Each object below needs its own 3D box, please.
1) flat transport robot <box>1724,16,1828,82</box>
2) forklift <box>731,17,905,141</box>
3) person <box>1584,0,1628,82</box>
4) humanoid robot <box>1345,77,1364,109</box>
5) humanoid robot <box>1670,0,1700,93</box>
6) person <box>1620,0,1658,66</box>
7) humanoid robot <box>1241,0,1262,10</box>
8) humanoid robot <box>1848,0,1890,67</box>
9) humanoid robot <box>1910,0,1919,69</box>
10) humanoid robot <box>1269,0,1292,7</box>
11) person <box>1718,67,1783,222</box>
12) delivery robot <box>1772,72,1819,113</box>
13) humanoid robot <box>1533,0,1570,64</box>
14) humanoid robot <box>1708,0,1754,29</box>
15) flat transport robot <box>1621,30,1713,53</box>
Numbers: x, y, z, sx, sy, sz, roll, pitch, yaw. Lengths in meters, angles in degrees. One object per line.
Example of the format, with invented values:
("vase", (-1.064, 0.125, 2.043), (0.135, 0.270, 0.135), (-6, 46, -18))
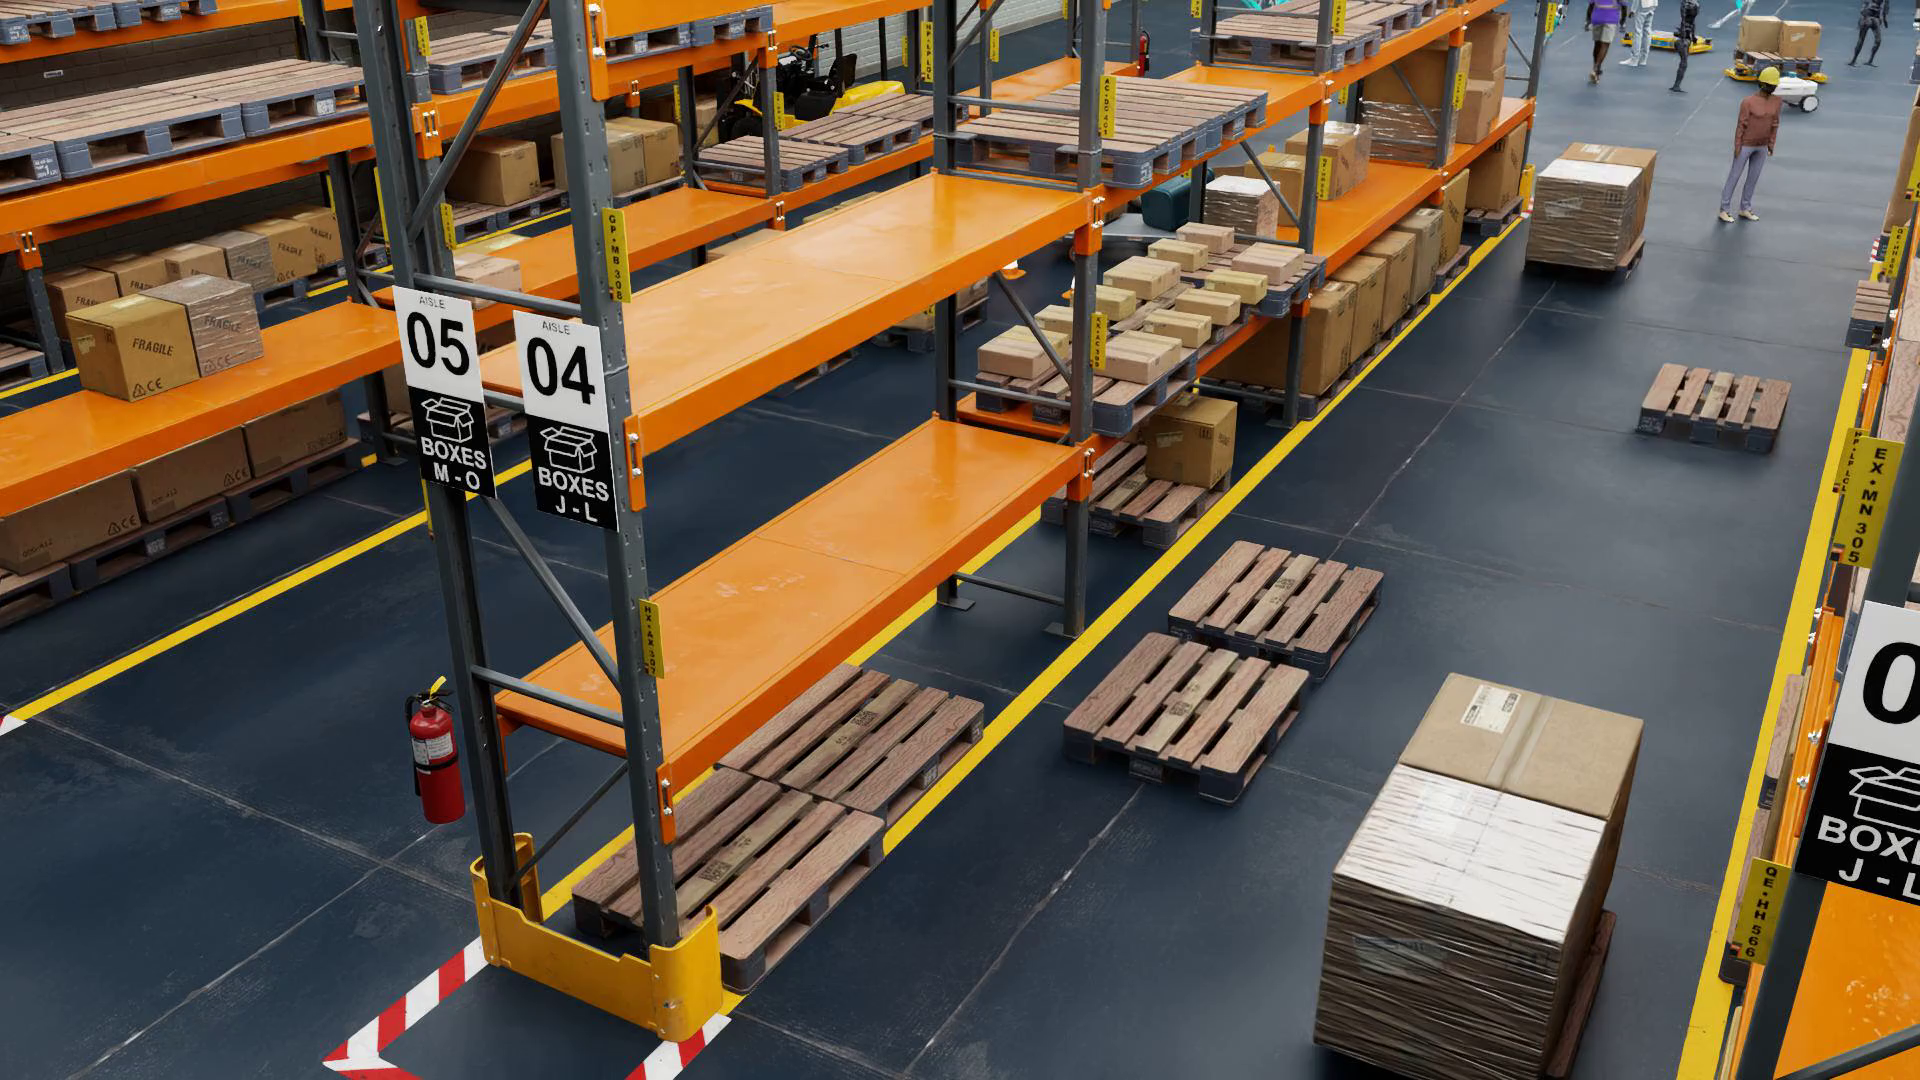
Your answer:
("flat transport robot", (13.392, -7.685, 27.310), (1.431, 0.231, 0.659), (2, 26, 5))
("forklift", (-1.819, -5.975, 21.543), (2.313, 2.155, 1.214), (14, 29, 26))
("person", (10.468, -8.443, 26.979), (0.612, 1.929, 0.955), (17, 30, 31))
("humanoid robot", (5.961, -7.196, 24.668), (0.305, 1.653, 0.610), (-4, 26, -9))
("humanoid robot", (11.414, -7.881, 26.091), (0.364, 1.655, 0.596), (19, 32, 35))
("person", (11.609, -9.038, 28.222), (0.589, 1.920, 0.400), (-13, 29, -26))
("humanoid robot", (5.354, -10.100, 30.645), (0.798, 1.765, 0.546), (-11, 28, -22))
("humanoid robot", (15.420, -8.824, 28.052), (0.599, 1.645, 0.429), (-9, 27, -18))
("humanoid robot", (16.119, -8.570, 27.535), (0.547, 1.855, 0.764), (-17, 30, -31))
("humanoid robot", (5.857, -10.011, 30.449), (0.867, 1.772, 0.585), (-10, 28, -21))
("person", (9.078, -4.507, 18.993), (0.519, 1.758, 0.347), (-6, 26, -13))
("delivery robot", (12.468, -6.715, 24.975), (0.801, 0.602, 0.499), (0, 26, 0))
("humanoid robot", (10.010, -8.907, 28.288), (0.564, 1.906, 0.745), (3, 26, 7))
("humanoid robot", (14.939, -10.588, 31.699), (1.028, 1.763, 0.542), (0, 26, 0))
("flat transport robot", (12.789, -9.022, 30.089), (0.659, 0.231, 1.431), (-19, 31, -34))
